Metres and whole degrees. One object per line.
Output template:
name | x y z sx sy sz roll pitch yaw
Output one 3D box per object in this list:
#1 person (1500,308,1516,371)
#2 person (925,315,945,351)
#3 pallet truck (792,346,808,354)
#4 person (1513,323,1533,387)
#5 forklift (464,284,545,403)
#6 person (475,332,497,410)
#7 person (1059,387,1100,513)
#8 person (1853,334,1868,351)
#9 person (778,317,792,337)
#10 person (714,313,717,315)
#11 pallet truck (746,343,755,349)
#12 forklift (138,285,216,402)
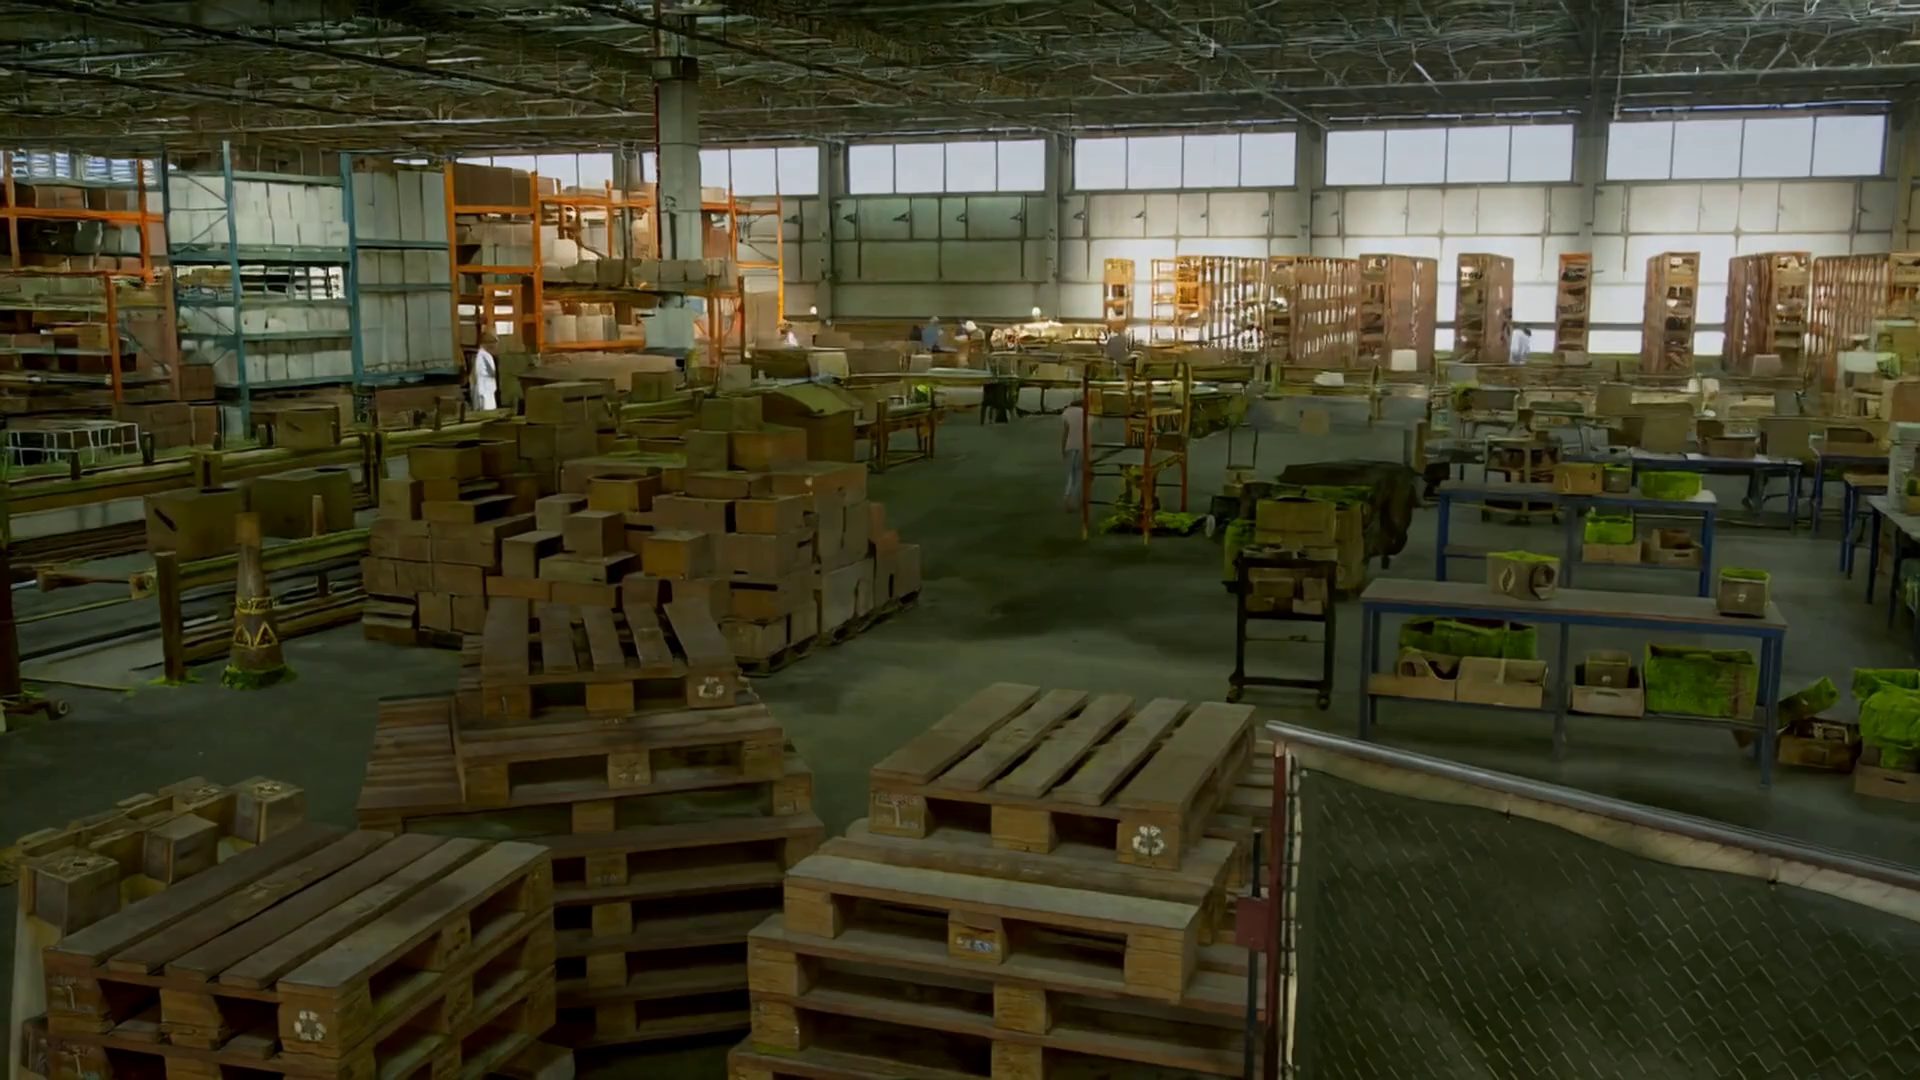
person | 16.598 -6.001 50.391 0.376 2.041 0.615 -2 9 -9
person | -0.774 -5.724 49.221 0.957 1.871 0.642 7 12 39
pallet truck | -3.705 -4.298 42.022 0.653 1.274 1.630 3 10 20
person | 14.203 -4.542 41.904 0.509 1.826 0.576 6 11 35
forklift | -10.832 -4.702 39.610 1.129 2.768 1.873 3 10 20
person | -8.278 -2.623 29.180 0.371 2.044 0.608 -1 9 -3
person | 1.543 -1.146 21.296 0.492 1.606 0.585 5 10 27
person | 19.892 -3.660 36.640 0.525 1.751 0.564 -8 12 -41
person | -5.130 -5.564 48.381 0.427 1.818 0.594 6 11 31
person | -8.580 -7.054 58.004 0.545 1.712 0.910 3 10 21
pallet truck | -6.183 -4.618 44.264 1.601 1.201 0.680 -9 12 -43
forklift | -17.480 -4.200 36.461 1.873 2.768 1.129 3 10 19
